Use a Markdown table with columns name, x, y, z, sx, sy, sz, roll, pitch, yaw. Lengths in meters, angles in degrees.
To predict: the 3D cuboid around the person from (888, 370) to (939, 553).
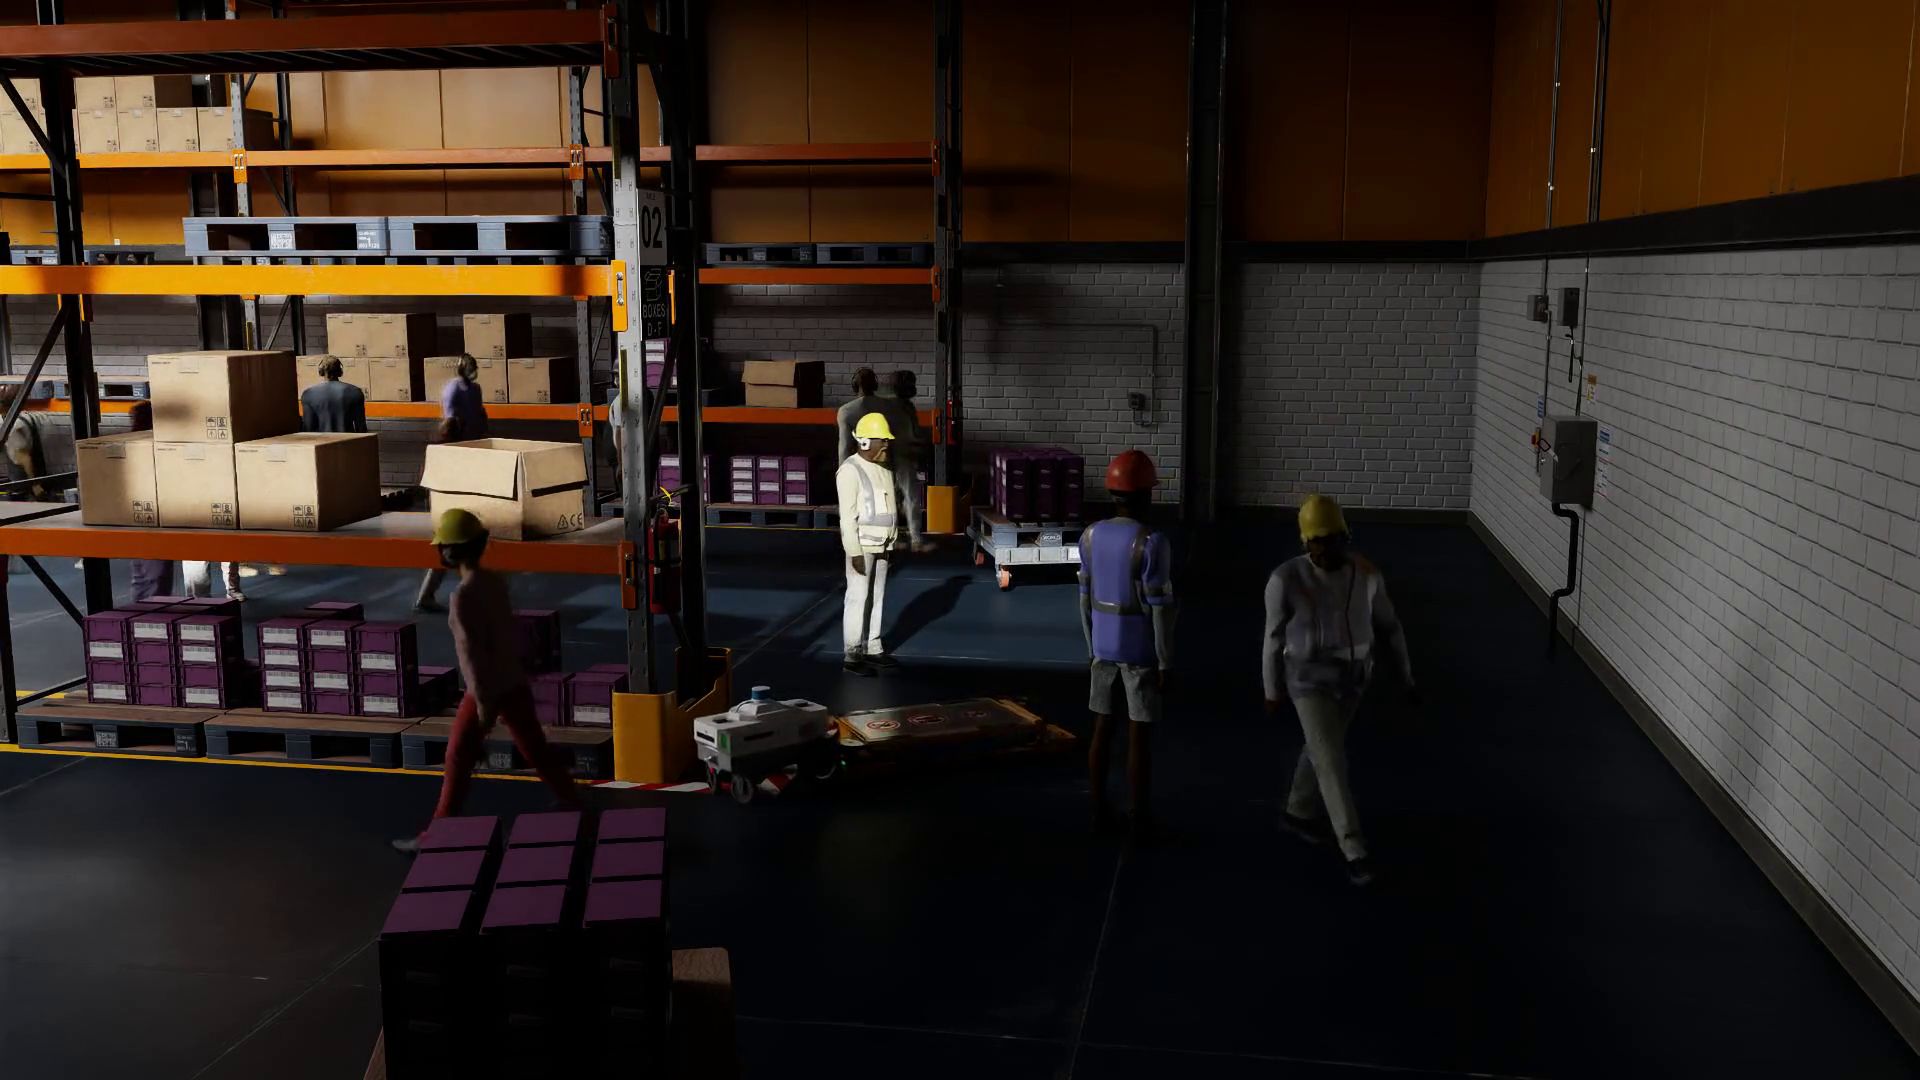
| name | x | y | z | sx | sy | sz | roll | pitch | yaw |
| --- | --- | --- | --- | --- | --- | --- | --- | --- | --- |
| person | -0.464 | -0.782 | 16.648 | 0.762 | 1.818 | 0.630 | 1 | 9 | 9 |

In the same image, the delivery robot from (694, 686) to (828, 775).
| name | x | y | z | sx | sy | sz | roll | pitch | yaw |
| --- | --- | --- | --- | --- | --- | --- | --- | --- | --- |
| delivery robot | -1.073 | 1.033 | 8.984 | 0.707 | 0.478 | 0.477 | -7 | 12 | -39 |

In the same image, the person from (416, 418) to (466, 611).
| name | x | y | z | sx | sy | sz | roll | pitch | yaw |
| --- | --- | --- | --- | --- | --- | --- | --- | --- | --- |
| person | -4.153 | -0.201 | 13.654 | 0.702 | 1.613 | 0.533 | -5 | 10 | -28 |

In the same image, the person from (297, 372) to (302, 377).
| name | x | y | z | sx | sy | sz | roll | pitch | yaw |
| --- | --- | --- | --- | --- | --- | --- | --- | --- | --- |
| person | -6.935 | -0.891 | 16.987 | 0.501 | 1.931 | 0.598 | -3 | 10 | -17 |

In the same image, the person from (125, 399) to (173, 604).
| name | x | y | z | sx | sy | sz | roll | pitch | yaw |
| --- | --- | --- | --- | --- | --- | --- | --- | --- | --- |
| person | -5.766 | -0.056 | 11.892 | 0.396 | 1.901 | 0.660 | -8 | 12 | -42 |

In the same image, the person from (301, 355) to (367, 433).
| name | x | y | z | sx | sy | sz | roll | pitch | yaw |
| --- | --- | --- | --- | --- | --- | --- | --- | --- | --- |
| person | -6.478 | -0.945 | 17.264 | 0.631 | 1.940 | 0.372 | -5 | 10 | -27 |

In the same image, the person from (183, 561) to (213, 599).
| name | x | y | z | sx | sy | sz | roll | pitch | yaw |
| --- | --- | --- | --- | --- | --- | --- | --- | --- | --- |
| person | -6.157 | -0.306 | 13.461 | 0.361 | 1.886 | 0.574 | -6 | 11 | -34 |

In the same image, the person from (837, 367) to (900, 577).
| name | x | y | z | sx | sy | sz | roll | pitch | yaw |
| --- | --- | --- | --- | --- | --- | --- | --- | --- | --- |
| person | -0.837 | -0.603 | 15.158 | 0.627 | 1.936 | 0.373 | -5 | 11 | -31 |

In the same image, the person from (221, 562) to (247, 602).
| name | x | y | z | sx | sy | sz | roll | pitch | yaw |
| --- | --- | --- | --- | --- | --- | --- | --- | --- | --- |
| person | -6.309 | -0.447 | 13.992 | 0.612 | 1.997 | 0.375 | -7 | 11 | -35 |

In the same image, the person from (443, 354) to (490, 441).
| name | x | y | z | sx | sy | sz | roll | pitch | yaw |
| --- | --- | --- | --- | --- | --- | --- | --- | --- | --- |
| person | -5.359 | -1.070 | 18.116 | 0.440 | 1.921 | 0.644 | 1 | 9 | 7 |

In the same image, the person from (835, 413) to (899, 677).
| name | x | y | z | sx | sy | sz | roll | pitch | yaw |
| --- | --- | --- | --- | --- | --- | --- | --- | --- | --- |
| person | -0.627 | 0.027 | 11.595 | 0.403 | 1.829 | 0.594 | 5 | 10 | 29 |

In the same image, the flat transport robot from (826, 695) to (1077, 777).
| name | x | y | z | sx | sy | sz | roll | pitch | yaw |
| --- | --- | --- | --- | --- | --- | --- | --- | --- | --- |
| flat transport robot | -0.104 | 1.120 | 9.610 | 1.431 | 0.197 | 0.652 | -4 | 10 | -23 |

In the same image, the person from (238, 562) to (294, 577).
| name | x | y | z | sx | sy | sz | roll | pitch | yaw |
| --- | --- | --- | --- | --- | --- | --- | --- | --- | --- |
| person | -6.417 | -0.542 | 15.140 | 0.769 | 1.812 | 0.651 | 5 | 10 | 28 |

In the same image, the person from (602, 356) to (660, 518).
| name | x | y | z | sx | sy | sz | roll | pitch | yaw |
| --- | --- | --- | --- | --- | --- | --- | --- | --- | --- |
| person | -3.171 | -0.797 | 16.028 | 0.538 | 2.000 | 0.688 | 2 | 9 | 14 |

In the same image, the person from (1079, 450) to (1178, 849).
| name | x | y | z | sx | sy | sz | roll | pitch | yaw |
| --- | --- | --- | --- | --- | --- | --- | --- | --- | --- |
| person | 0.832 | 0.528 | 8.116 | 0.546 | 1.941 | 0.359 | 9 | 13 | 44 |

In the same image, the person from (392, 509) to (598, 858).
| name | x | y | z | sx | sy | sz | roll | pitch | yaw |
| --- | --- | --- | --- | --- | --- | --- | --- | --- | --- |
| person | -2.193 | 0.692 | 7.876 | 0.983 | 1.694 | 0.534 | 2 | 9 | 10 |

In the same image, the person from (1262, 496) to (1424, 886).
| name | x | y | z | sx | sy | sz | roll | pitch | yaw |
| --- | --- | --- | --- | --- | --- | --- | --- | --- | --- |
| person | 1.769 | 0.666 | 7.800 | 0.668 | 1.770 | 0.939 | -4 | 10 | -22 |

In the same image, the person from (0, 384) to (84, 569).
| name | x | y | z | sx | sy | sz | roll | pitch | yaw |
| --- | --- | --- | --- | --- | --- | --- | --- | --- | --- |
| person | -8.590 | -0.563 | 15.421 | 1.058 | 1.790 | 0.528 | -1 | 9 | -6 |
